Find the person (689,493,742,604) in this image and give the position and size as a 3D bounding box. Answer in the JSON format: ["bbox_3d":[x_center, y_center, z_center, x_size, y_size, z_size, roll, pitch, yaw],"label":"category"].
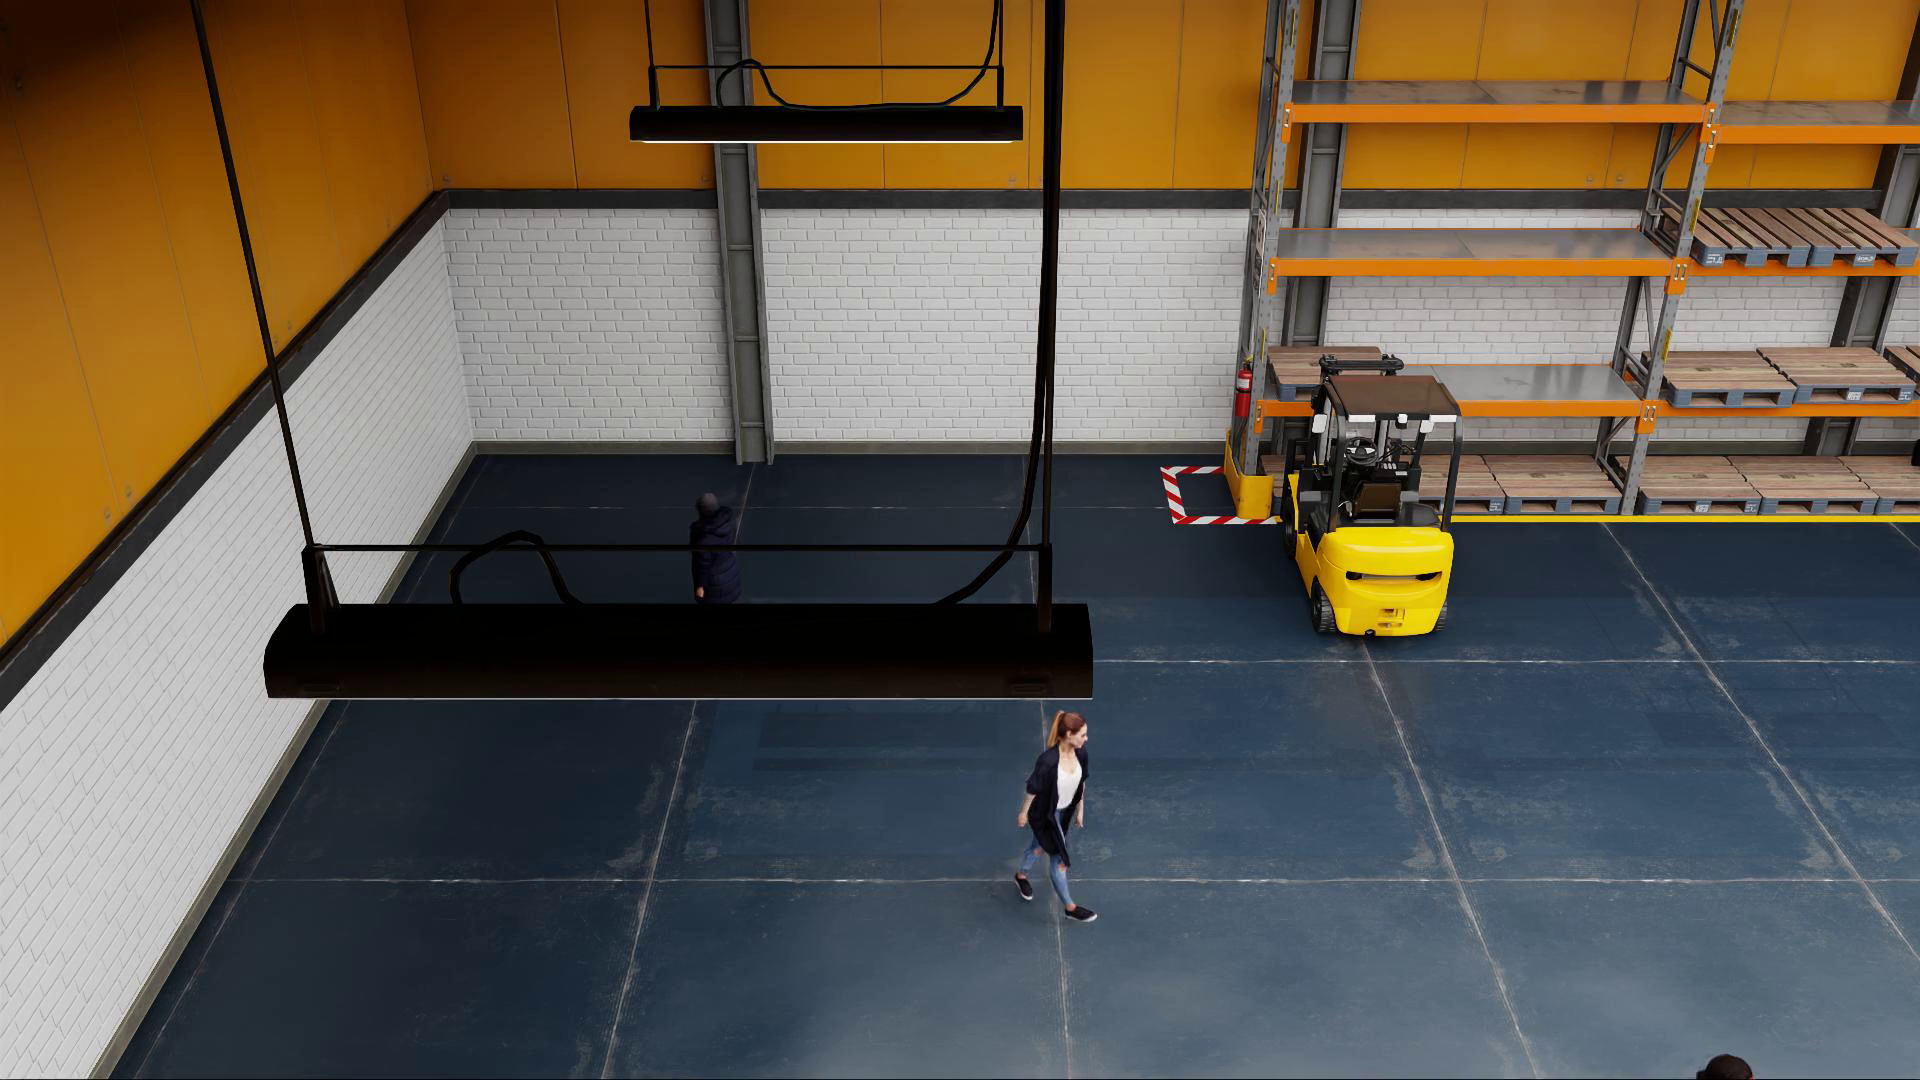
[{"bbox_3d":[-2.137,0.328,14.644,0.797,1.673,0.779,14,31,23],"label":"person"}]

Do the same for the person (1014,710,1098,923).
[{"bbox_3d":[0.578,1.908,11.778,1.039,1.643,1.087,-18,33,-30],"label":"person"}]
